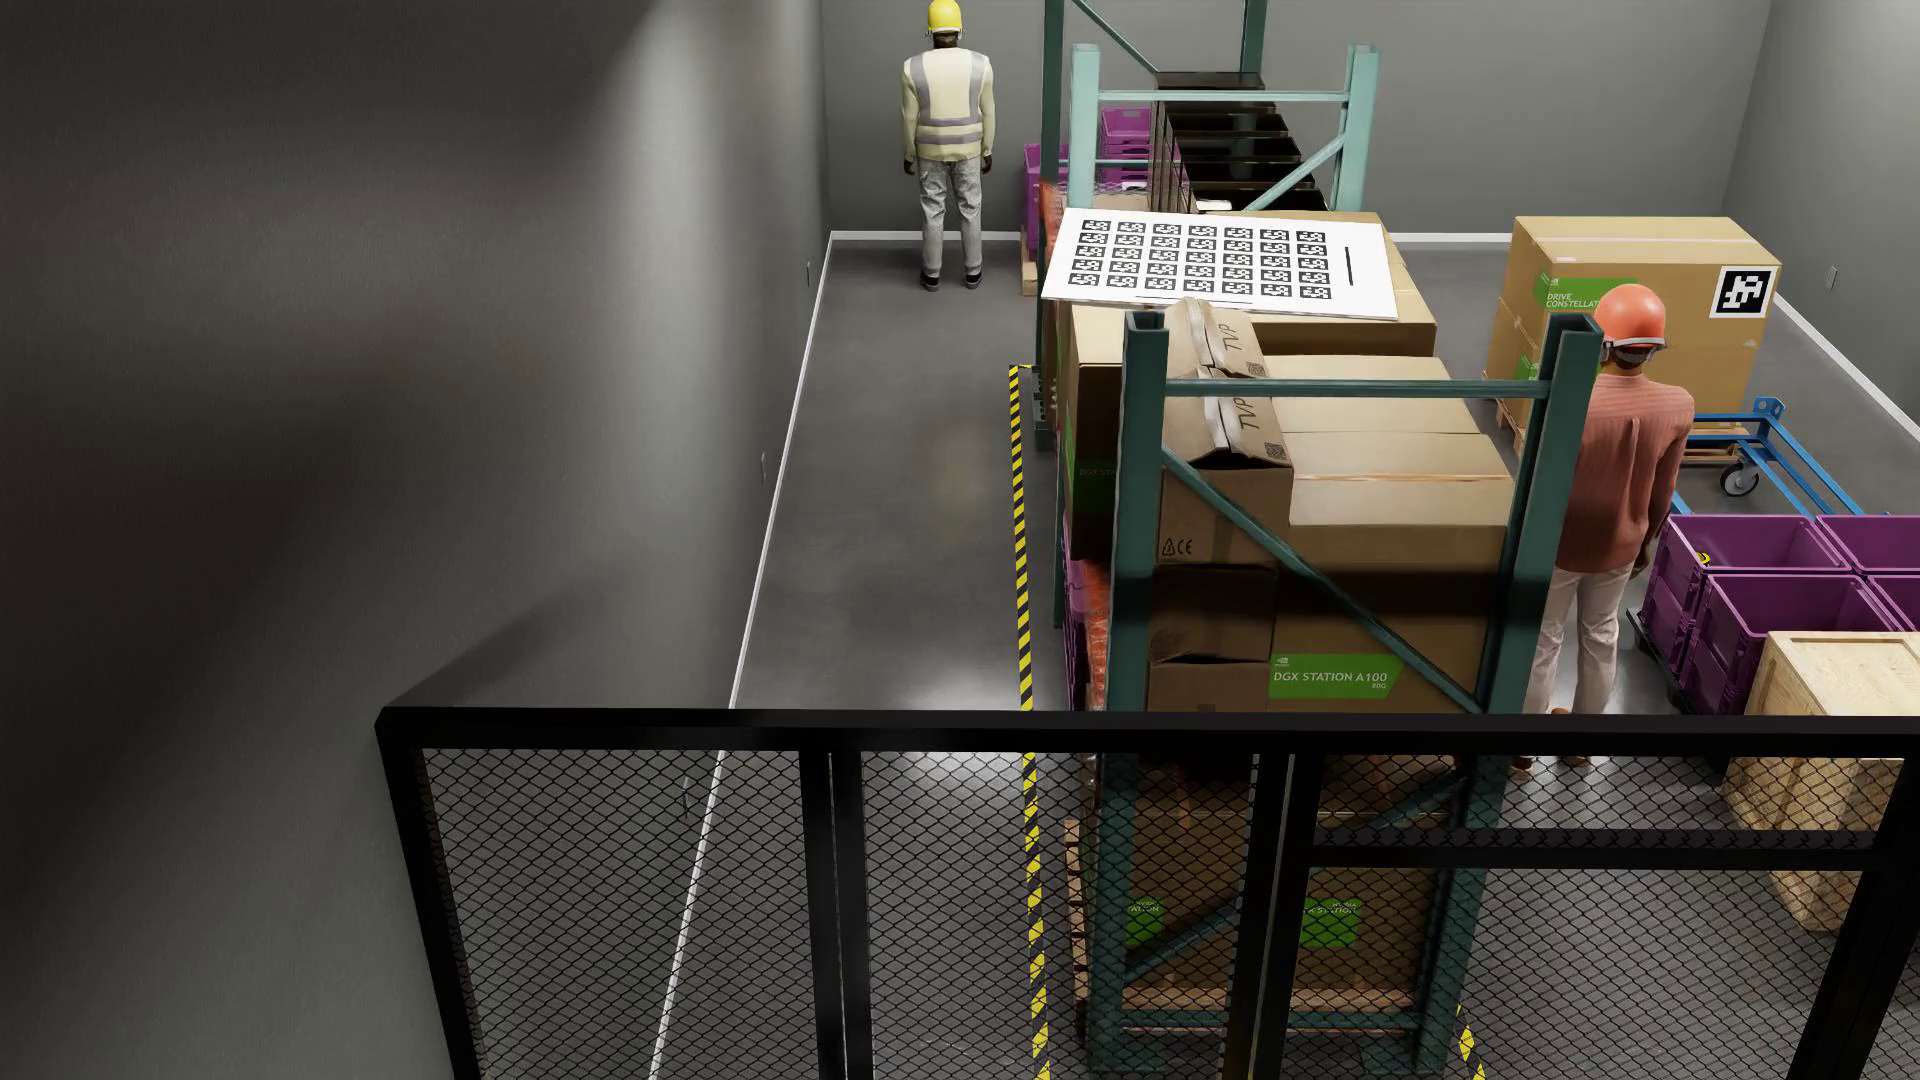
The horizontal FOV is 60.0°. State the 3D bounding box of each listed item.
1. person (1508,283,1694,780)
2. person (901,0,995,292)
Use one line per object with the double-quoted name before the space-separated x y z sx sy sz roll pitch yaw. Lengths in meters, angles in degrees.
"person" 2.303 0.001 6.159 0.625 1.992 0.386 -7 32 -12
"person" -0.075 -2.458 10.395 0.586 1.837 0.403 -3 31 -5
